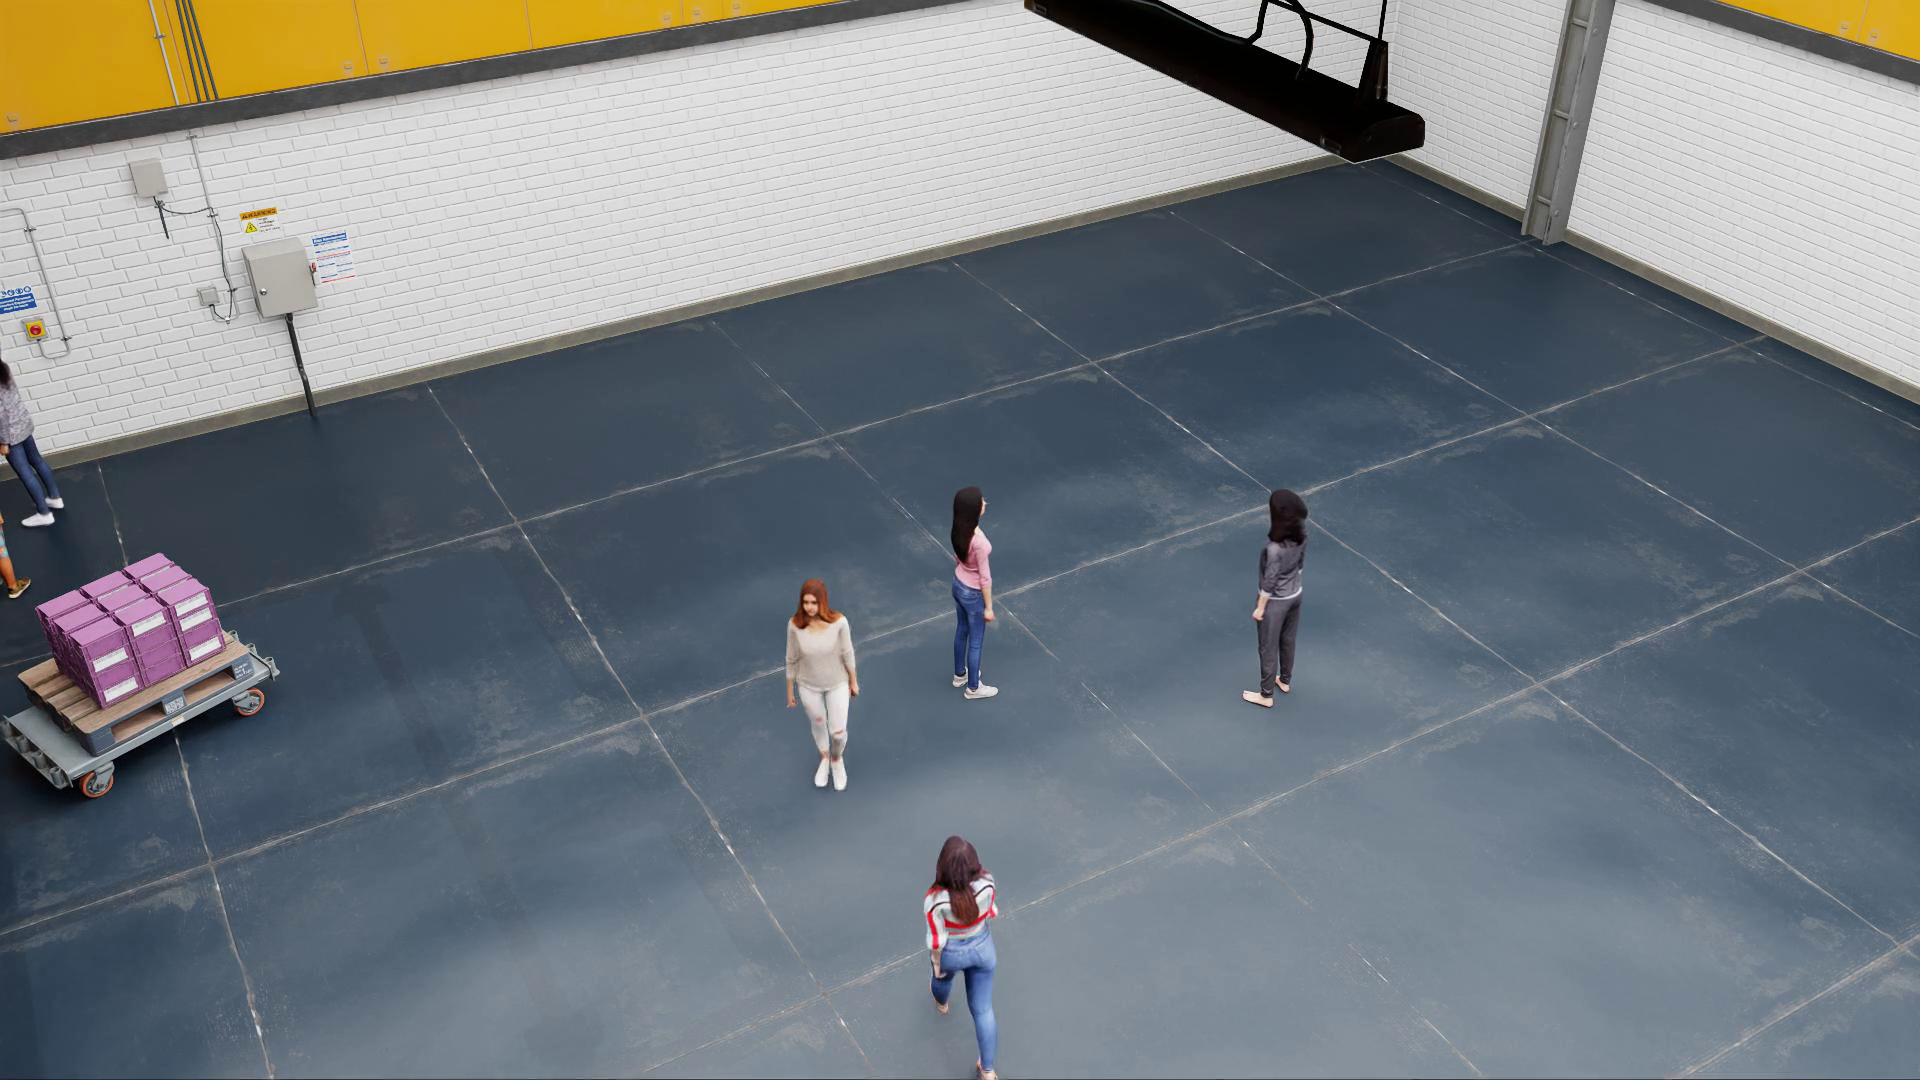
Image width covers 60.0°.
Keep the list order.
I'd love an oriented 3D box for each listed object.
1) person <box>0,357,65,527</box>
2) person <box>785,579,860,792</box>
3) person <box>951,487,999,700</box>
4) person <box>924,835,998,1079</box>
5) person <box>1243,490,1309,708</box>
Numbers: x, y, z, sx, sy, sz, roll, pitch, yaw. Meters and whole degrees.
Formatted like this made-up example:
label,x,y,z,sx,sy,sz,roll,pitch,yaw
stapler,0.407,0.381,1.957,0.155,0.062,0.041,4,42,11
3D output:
label,x,y,z,sx,sy,sz,roll,pitch,yaw
person,-7.935,-0.930,13.932,0.754,1.732,0.614,-2,34,-4
person,-0.911,0.907,11.197,0.727,1.699,0.752,2,34,3
person,0.079,0.368,11.971,0.639,1.742,0.451,-16,37,-22
person,0.053,2.330,9.171,0.775,1.573,1.155,-10,35,-15
person,2.287,0.421,11.873,0.643,1.760,0.585,-27,42,-34
